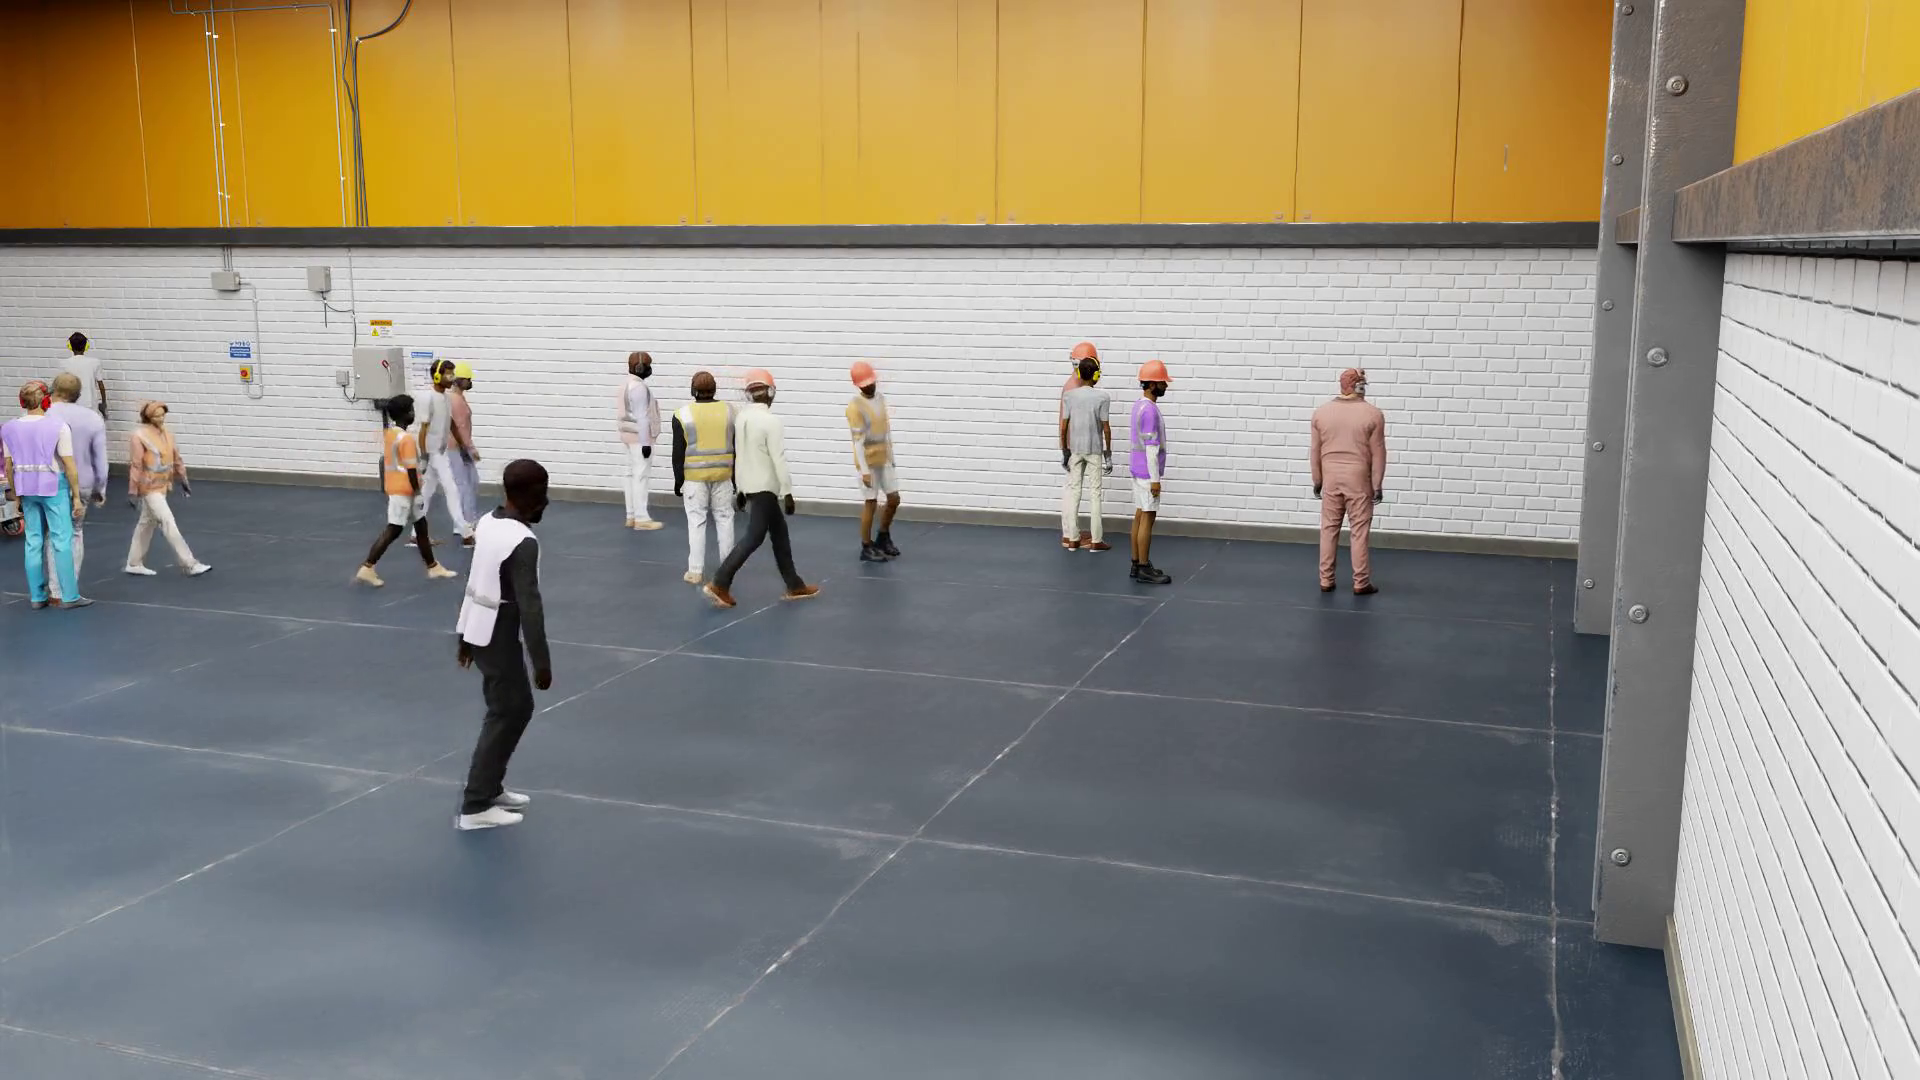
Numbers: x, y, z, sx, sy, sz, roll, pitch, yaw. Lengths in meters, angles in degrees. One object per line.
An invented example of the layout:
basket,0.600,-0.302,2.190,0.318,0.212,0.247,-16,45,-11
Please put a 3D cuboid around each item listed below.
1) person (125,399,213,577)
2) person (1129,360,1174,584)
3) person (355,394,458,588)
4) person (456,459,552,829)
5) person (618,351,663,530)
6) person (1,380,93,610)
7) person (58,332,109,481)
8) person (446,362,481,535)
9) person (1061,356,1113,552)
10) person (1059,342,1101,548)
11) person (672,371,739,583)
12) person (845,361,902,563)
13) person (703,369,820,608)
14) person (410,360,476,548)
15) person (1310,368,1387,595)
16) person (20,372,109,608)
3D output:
person,-7.001,-0.443,14.570,0.827,1.585,0.569,0,10,2
person,1.657,-0.591,14.437,0.361,1.938,0.545,-1,10,-5
person,-4.807,-0.424,14.262,0.864,1.660,0.534,-6,11,-29
person,-2.296,0.527,8.310,0.533,1.874,0.610,-5,11,-28
person,-3.299,-1.029,17.180,0.429,1.839,0.633,-5,11,-25
person,-7.326,-0.346,13.303,0.567,1.850,0.389,0,10,2
person,-10.731,-1.607,20.367,0.531,1.865,0.316,-7,12,-36
person,-4.982,-0.912,16.756,0.394,1.761,0.542,-1,10,-8
person,1.215,-0.818,15.909,0.528,1.869,0.313,5,11,27
person,1.161,-0.925,16.182,0.401,1.986,0.612,1,10,8
person,-2.200,-0.544,14.443,0.627,1.846,0.429,-5,11,-25
person,-0.799,-0.708,15.260,0.400,1.882,0.656,7,13,36
person,-1.657,-0.419,13.517,1.023,1.932,0.662,-6,12,-32
person,-4.947,-0.825,16.075,0.920,1.820,0.541,0,10,-2
person,3.265,-0.491,13.972,0.642,1.905,0.399,7,12,33
person,-7.346,-0.417,13.599,0.589,1.895,0.688,9,14,42
